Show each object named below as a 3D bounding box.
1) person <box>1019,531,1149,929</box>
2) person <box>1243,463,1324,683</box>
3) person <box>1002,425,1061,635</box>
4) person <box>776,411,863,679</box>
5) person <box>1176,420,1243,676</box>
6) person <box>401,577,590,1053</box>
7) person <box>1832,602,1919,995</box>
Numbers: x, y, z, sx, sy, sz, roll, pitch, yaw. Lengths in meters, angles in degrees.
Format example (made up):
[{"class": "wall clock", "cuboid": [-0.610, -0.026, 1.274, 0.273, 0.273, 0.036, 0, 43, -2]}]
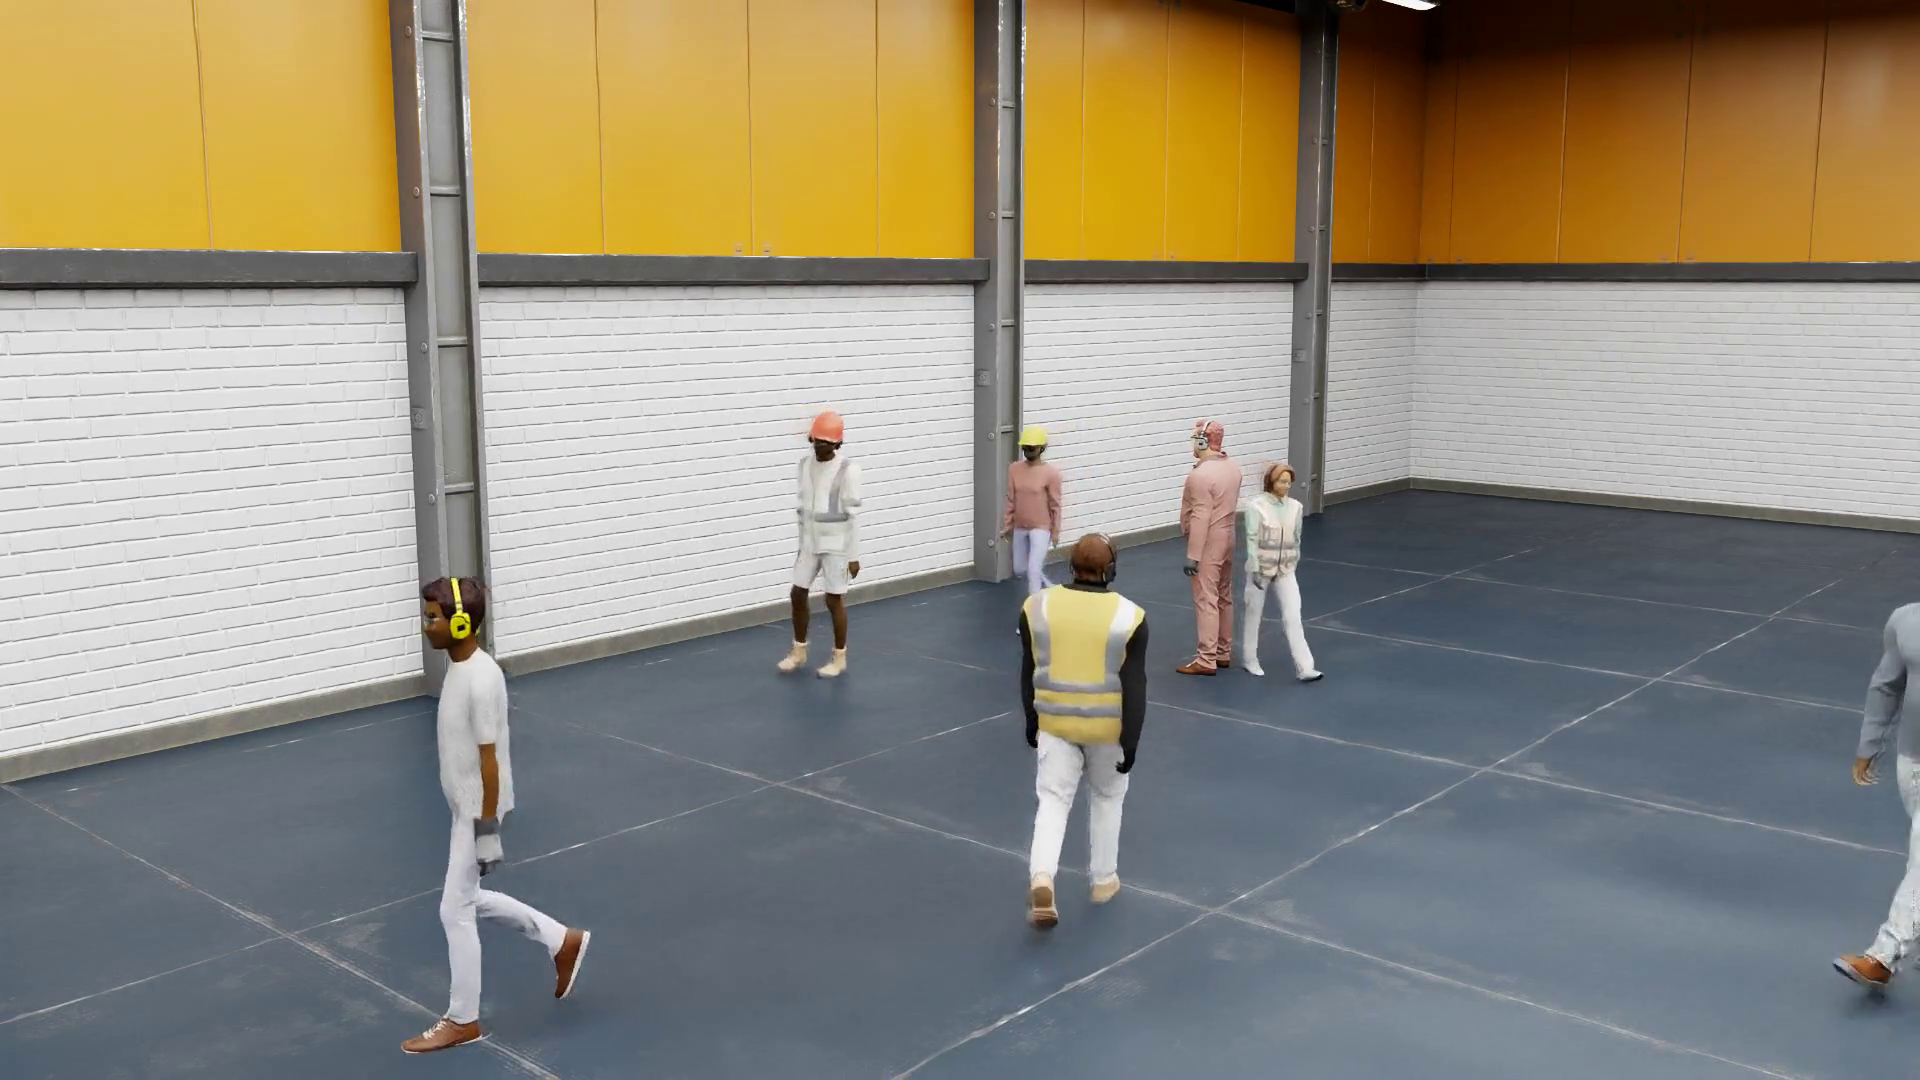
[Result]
[{"class": "person", "cuboid": [0.552, 0.865, 7.659, 0.618, 1.810, 0.814, 2, 9, 15]}, {"class": "person", "cuboid": [2.319, 0.256, 12.126, 0.525, 1.598, 0.817, -3, 10, -19]}, {"class": "person", "cuboid": [0.653, -0.112, 13.967, 0.531, 1.745, 0.682, 7, 12, 38]}, {"class": "person", "cuboid": [-0.976, 0.045, 12.185, 0.677, 2.004, 0.484, 7, 11, 37]}, {"class": "person", "cuboid": [1.838, 0.056, 12.424, 0.403, 1.911, 0.637, 6, 11, 33]}, {"class": "person", "cuboid": [-1.822, 1.042, 6.438, 0.683, 1.853, 0.516, -4, 10, -25]}, {"class": "person", "cuboid": [3.979, 0.937, 6.910, 0.955, 1.896, 0.655, -3, 10, -18]}]
